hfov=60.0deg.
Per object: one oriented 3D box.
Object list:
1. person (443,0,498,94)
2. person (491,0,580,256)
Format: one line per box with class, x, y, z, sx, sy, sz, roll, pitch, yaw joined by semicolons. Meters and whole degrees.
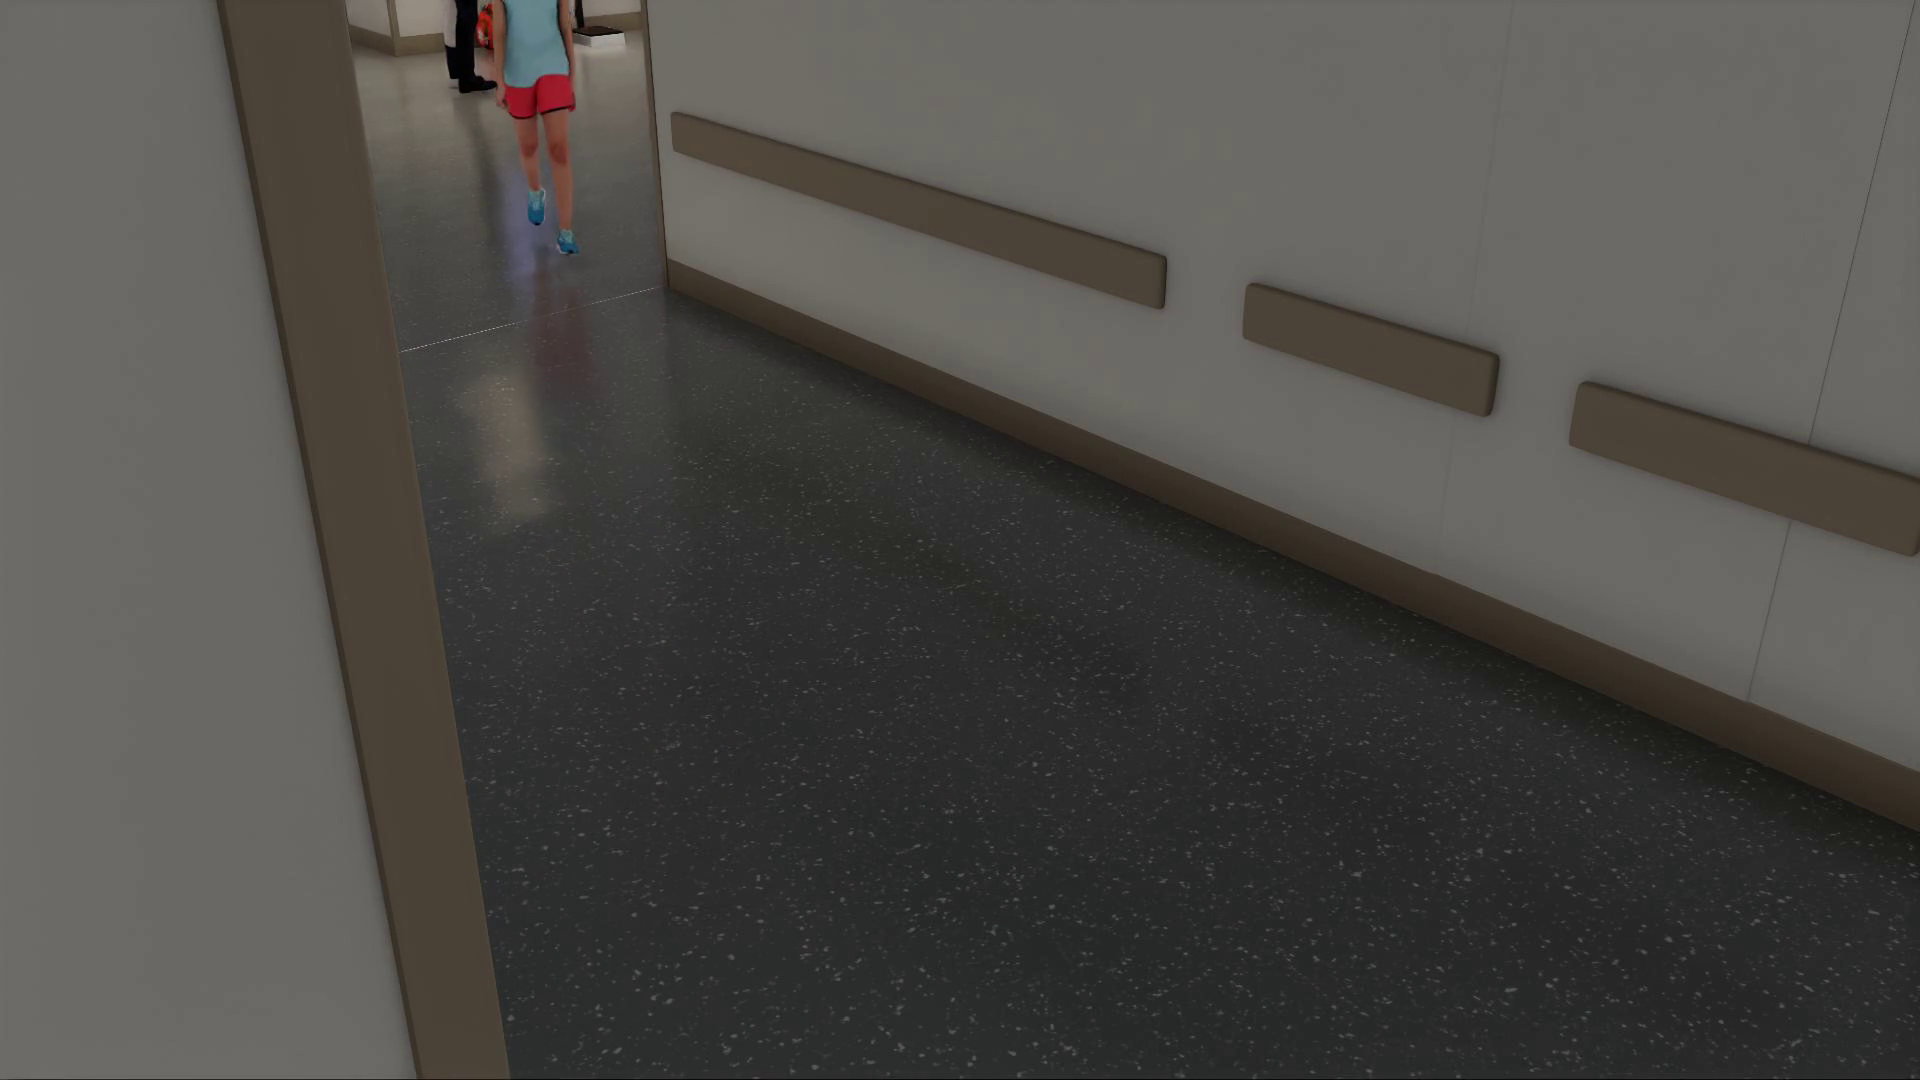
person;-3.860;-4.395;12.661;0.574;1.889;0.678;-20;32;-35
person;-2.235;-2.397;8.701;1.199;1.728;0.996;-7;27;-13
